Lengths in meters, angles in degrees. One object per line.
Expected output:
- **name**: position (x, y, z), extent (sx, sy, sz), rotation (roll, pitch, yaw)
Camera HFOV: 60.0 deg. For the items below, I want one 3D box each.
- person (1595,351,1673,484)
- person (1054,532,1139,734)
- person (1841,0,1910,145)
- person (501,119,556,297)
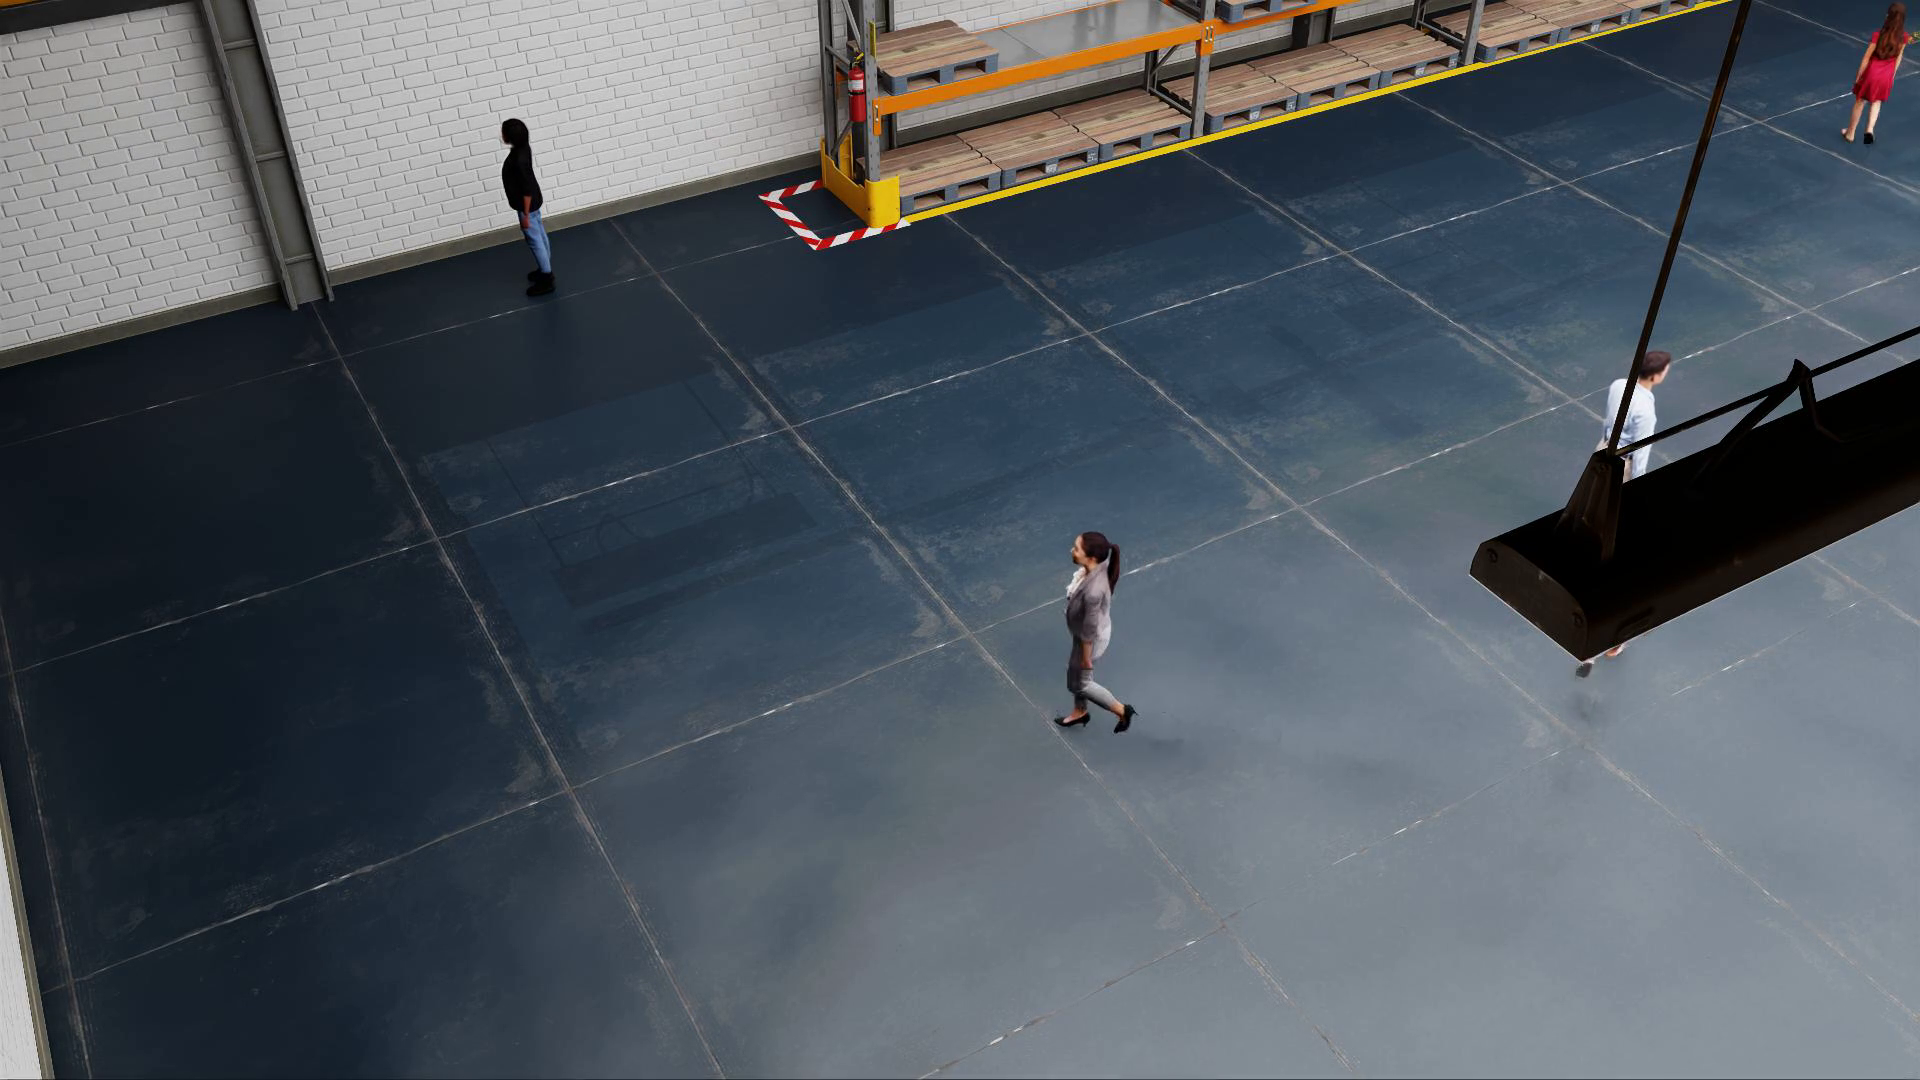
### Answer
- **person**: position (4.761, -0.580, 12.015), extent (0.695, 1.845, 0.710), rotation (-9, 40, -11)
- **person**: position (0.909, 0.633, 10.641), extent (0.928, 1.665, 0.856), rotation (6, 39, 8)
- **person**: position (9.783, -4.926, 17.702), extent (0.820, 1.539, 0.868), rotation (8, 39, 9)
- **person**: position (-3.949, -3.067, 15.242), extent (0.658, 1.703, 0.649), rotation (-4, 39, -5)
